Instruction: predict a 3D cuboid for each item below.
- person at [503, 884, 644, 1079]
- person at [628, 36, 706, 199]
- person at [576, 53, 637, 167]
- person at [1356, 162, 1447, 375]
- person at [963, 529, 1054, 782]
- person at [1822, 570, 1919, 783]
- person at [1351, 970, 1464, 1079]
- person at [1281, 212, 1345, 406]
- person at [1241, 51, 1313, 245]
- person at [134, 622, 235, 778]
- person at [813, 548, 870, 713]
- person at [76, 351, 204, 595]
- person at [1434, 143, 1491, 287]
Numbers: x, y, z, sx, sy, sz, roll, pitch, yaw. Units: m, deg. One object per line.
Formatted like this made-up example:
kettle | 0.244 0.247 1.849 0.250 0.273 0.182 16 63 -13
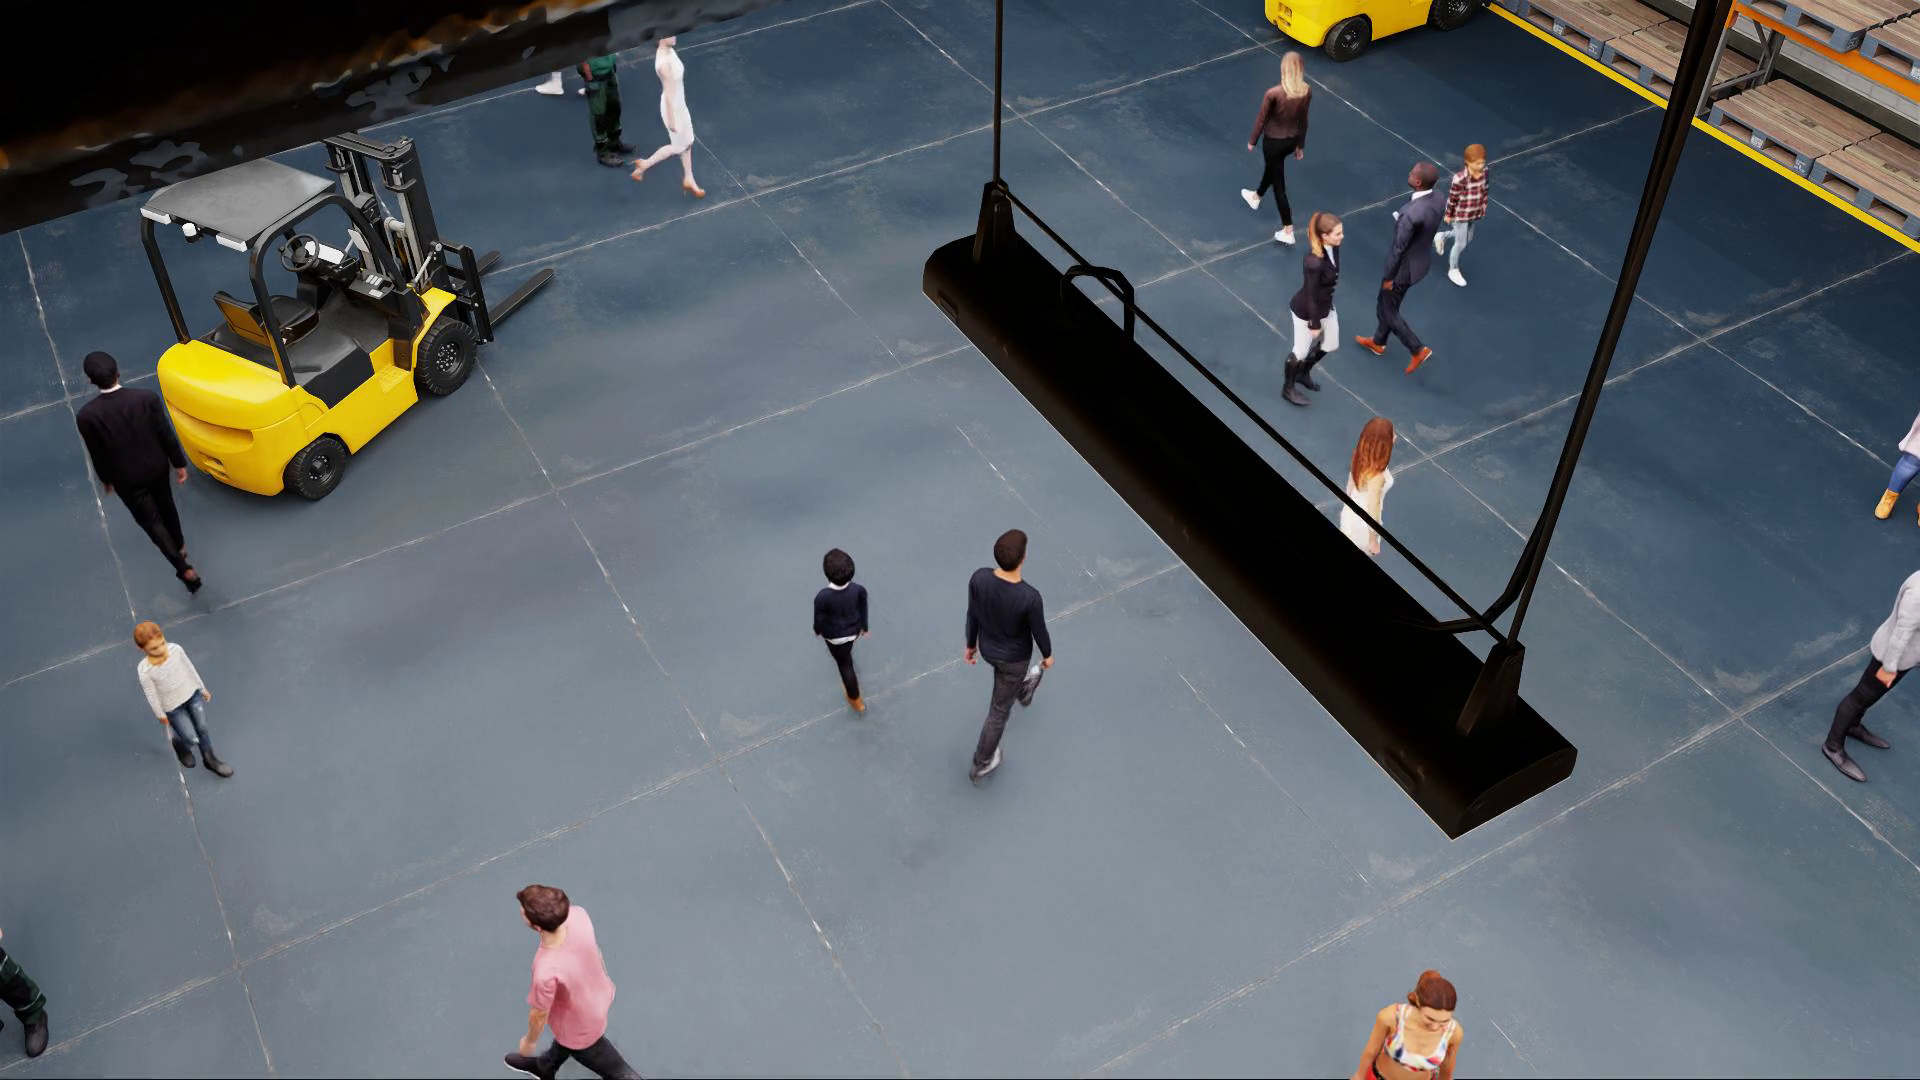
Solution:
person | -1.787 2.378 8.251 1.129 1.915 1.159 4 44 5
person | -2.644 -3.821 14.853 0.888 1.782 0.930 -1 44 -1
person | -3.360 -4.360 15.378 0.843 1.839 0.791 12 45 12
person | 3.547 -2.103 13.036 1.058 1.802 0.883 32 52 29
person | 0.224 0.752 10.025 1.225 1.821 1.097 23 48 22
person | 5.715 0.621 10.089 0.783 1.923 0.699 -30 51 -28
person | 2.136 2.592 8.123 0.868 1.782 0.931 10 45 10
person | 2.618 -1.767 12.743 0.701 1.720 0.662 28 50 26
person | 2.820 -3.370 14.473 0.632 1.654 1.147 -19 47 -19
person | -4.813 0.962 10.177 0.719 1.308 0.631 20 47 20
person | -0.729 0.590 10.647 0.557 1.197 0.878 -18 46 -18
person | -5.515 -0.425 11.231 0.831 1.861 1.160 -31 51 -28
person | 4.265 -2.829 14.171 0.539 1.287 0.781 -20 47 -20
